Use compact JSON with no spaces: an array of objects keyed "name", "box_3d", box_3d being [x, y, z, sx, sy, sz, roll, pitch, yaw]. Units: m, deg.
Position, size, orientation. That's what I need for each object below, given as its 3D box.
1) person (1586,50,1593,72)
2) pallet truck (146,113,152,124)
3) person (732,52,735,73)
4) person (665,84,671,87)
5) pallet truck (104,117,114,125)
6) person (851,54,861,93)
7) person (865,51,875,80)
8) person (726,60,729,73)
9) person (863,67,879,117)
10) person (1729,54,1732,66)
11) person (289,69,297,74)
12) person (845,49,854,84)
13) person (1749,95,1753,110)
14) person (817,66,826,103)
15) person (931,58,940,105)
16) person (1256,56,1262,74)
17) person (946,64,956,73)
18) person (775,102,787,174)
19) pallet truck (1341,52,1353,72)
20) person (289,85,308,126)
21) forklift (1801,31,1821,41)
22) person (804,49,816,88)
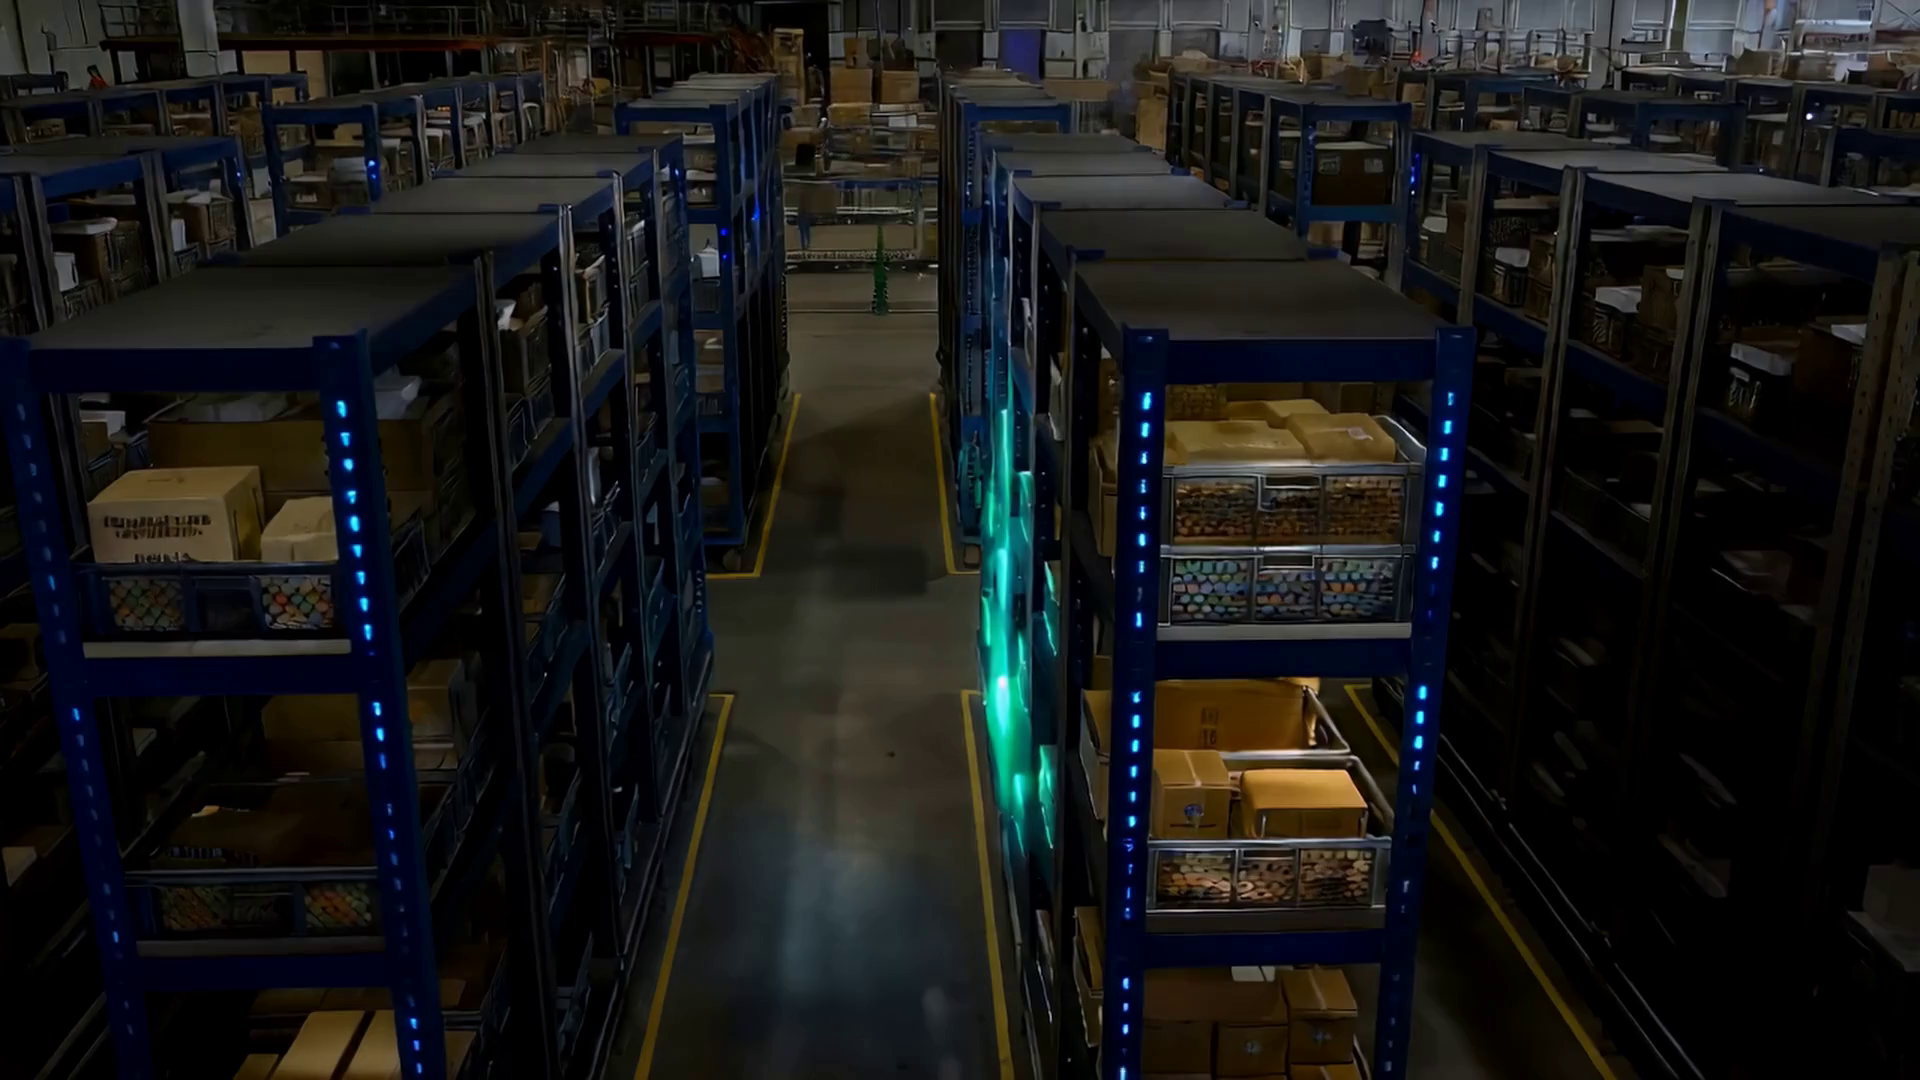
[{"name":"person","box_3d":[34.589,-26.026,91.481,0.977,1.841,0.571,-7,19,-20]},{"name":"pallet truck","box_3d":[-18.087,-8.309,36.390,1.885,1.965,0.823,-1,18,-4]},{"name":"person","box_3d":[-11.924,-24.572,87.007,0.607,1.826,0.632,-8,20,-24]},{"name":"person","box_3d":[-9.609,-14.143,54.883,0.888,1.719,0.552,4,18,12]},{"name":"pallet truck","box_3d":[-18.367,-7.885,35.078,1.885,1.965,0.823,1,18,2]},{"name":"person","box_3d":[-5.179,-23.038,82.155,0.446,1.878,0.625,-13,22,-34]},{"name":"person","box_3d":[-5.022,-26.732,93.921,0.631,1.677,0.540,-3,18,-10]},{"name":"person","box_3d":[-12.213,-24.778,87.791,0.865,1.733,0.534,-17,24,-42]},{"name":"person","box_3d":[-3.261,-16.838,62.713,1.036,2.000,0.684,5,18,14]},{"name":"person","box_3d":[40.999,-25.153,88.949,0.486,1.728,0.516,-11,21,-32]},{"name":"person","box_3d":[-25.041,-16.751,62.622,0.356,1.930,0.589,-16,24,-41]},{"name":"person","box_3d":[-6.071,-26.219,91.989,0.587,1.886,0.682,1,18,4]},{"name":"person","box_3d":[32.033,-18.299,67.428,0.591,1.922,0.392,1,18,4]},{"name":"person","box_3d":[-5.459,-17.682,65.498,0.370,1.936,0.553,-3,18,-9]},{"name":"person","box_3d":[-0.984,-19.528,71.072,0.580,2.018,0.638,-9,20,-25]},{"name":"person","box_3d":[14.545,-22.493,80.562,0.896,1.831,0.539,-7,19,-20]},{"name":"person","box_3d":[-0.438,-18.687,68.694,0.640,1.881,1.035,-1,18,-4]},{"name":"person","box_3d":[-4.701,-10.457,43.263,0.400,1.855,0.561,4,18,11]},{"name":"pallet truck","box_3d":[18.794,-23.123,82.231,0.823,1.965,1.885,-13,22,-35]},{"name":"person","box_3d":[-22.974,-15.158,57.764,0.587,1.882,0.342,-14,22,-36]},{"name":"forklift","box_3d":[45.917,-26.108,90.055,1.129,2.768,1.873,-1,18,-2]},{"name":"person","box_3d":[-7.856,-24.619,86.864,0.619,1.992,0.396,4,18,13]}]
